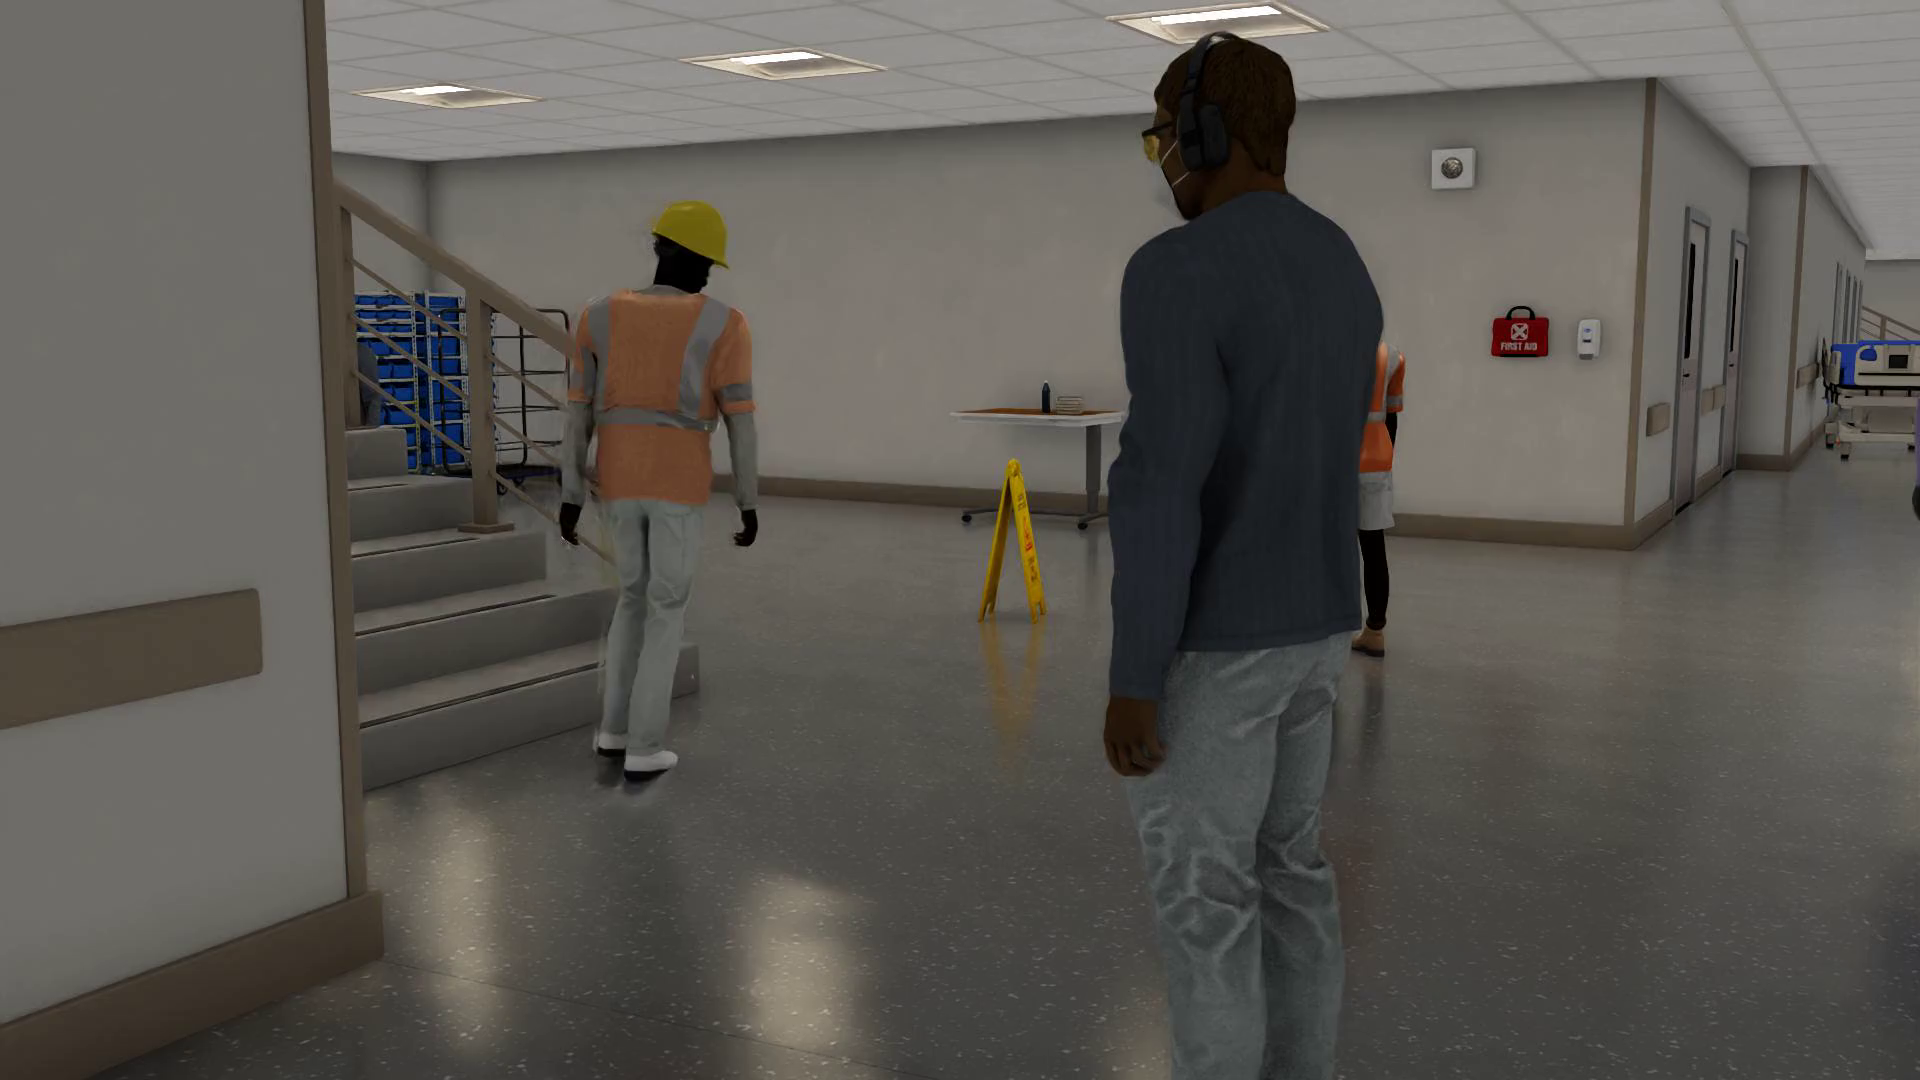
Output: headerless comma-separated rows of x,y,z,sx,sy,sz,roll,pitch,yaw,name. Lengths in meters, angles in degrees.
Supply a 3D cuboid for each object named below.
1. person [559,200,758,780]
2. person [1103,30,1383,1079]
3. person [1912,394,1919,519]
-0.980,-0.172,5.471,0.601,1.879,0.600,2,8,13,person
0.443,0.172,2.668,0.377,1.931,0.636,6,10,40,person
3.985,-0.284,6.278,0.670,1.908,0.403,4,8,29,person
